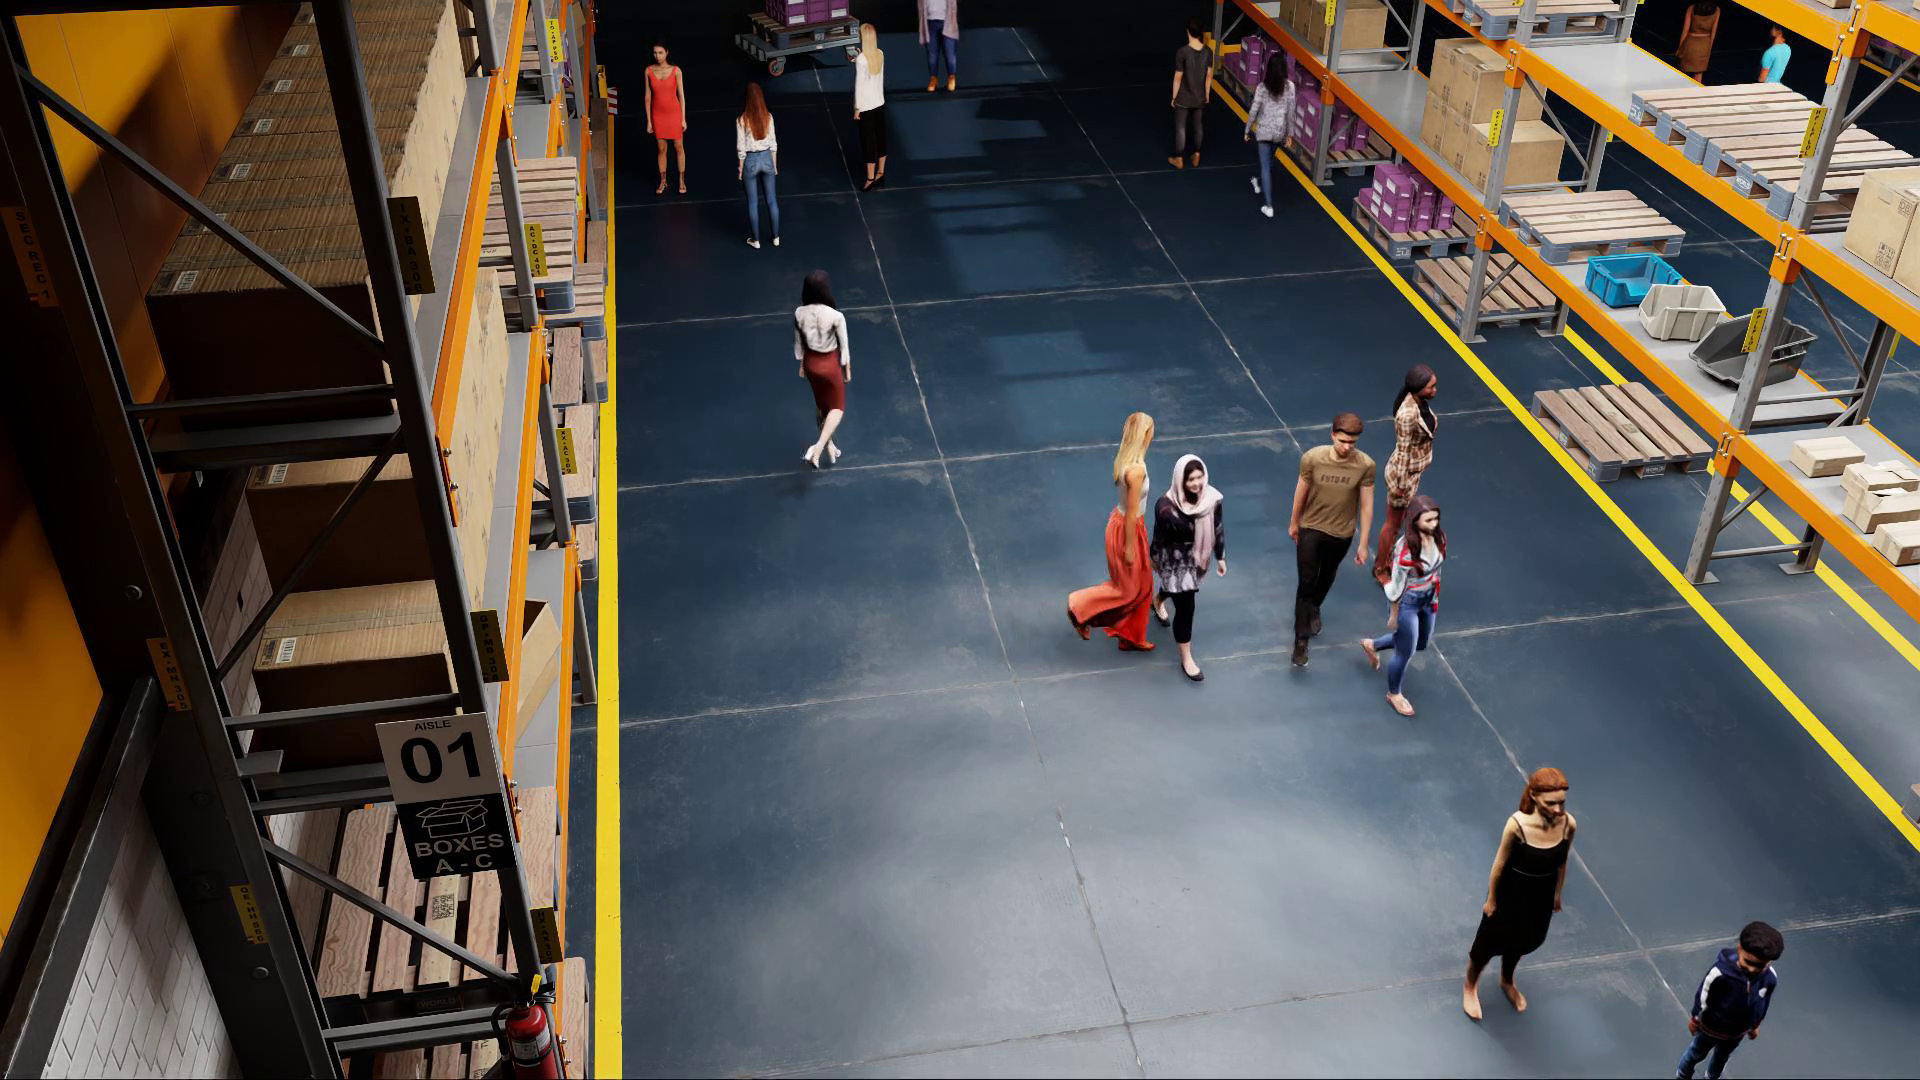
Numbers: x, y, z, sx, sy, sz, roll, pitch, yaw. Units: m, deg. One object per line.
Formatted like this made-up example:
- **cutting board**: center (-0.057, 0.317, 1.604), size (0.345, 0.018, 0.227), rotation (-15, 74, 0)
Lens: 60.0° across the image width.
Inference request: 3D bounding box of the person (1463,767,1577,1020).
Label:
- **person**: center (2.921, 1.823, 8.639), size (0.559, 1.625, 0.543), rotation (-5, 34, -8)

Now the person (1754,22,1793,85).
- **person**: center (9.119, -4.960, 18.717), size (0.773, 1.766, 0.803), rotation (-25, 41, -32)

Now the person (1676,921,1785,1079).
- **person**: center (3.796, 2.342, 8.220), size (0.556, 1.224, 0.542), rotation (1, 34, 2)

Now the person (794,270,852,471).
- **person**: center (-1.101, -1.290, 13.222), size (0.862, 1.737, 0.992), rotation (12, 35, 17)

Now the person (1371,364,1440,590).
- **person**: center (3.179, -0.455, 11.913), size (0.744, 1.795, 0.664), rotation (16, 37, 22)

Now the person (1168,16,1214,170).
- **person**: center (2.631, -5.099, 18.974), size (0.638, 1.712, 0.552), rotation (-8, 35, -12)

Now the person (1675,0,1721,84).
- **person**: center (8.967, -5.970, 20.308), size (0.609, 1.686, 0.593), rotation (4, 34, 6)

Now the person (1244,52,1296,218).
- **person**: center (3.334, -4.297, 17.795), size (0.629, 1.681, 1.117), rotation (-6, 34, -8)

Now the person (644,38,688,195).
- **person**: center (-3.224, -4.660, 18.308), size (0.616, 1.719, 0.543), rotation (-1, 34, -2)

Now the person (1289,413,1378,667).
- **person**: center (2.513, -0.115, 11.379), size (0.904, 1.820, 1.183), rotation (5, 34, 7)

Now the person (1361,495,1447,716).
- **person**: center (2.890, 0.378, 10.837), size (0.779, 1.599, 0.902), rotation (-21, 39, -28)

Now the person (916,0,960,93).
- **person**: center (-0.255, -6.610, 21.220), size (0.789, 1.742, 0.761), rotation (5, 34, 8)

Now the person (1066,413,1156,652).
- **person**: center (1.041, -0.030, 11.293), size (0.903, 1.773, 0.907), rotation (7, 34, 10)

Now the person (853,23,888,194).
- **person**: center (-0.990, -4.751, 18.316), size (0.735, 1.861, 0.661), rotation (19, 38, 26)

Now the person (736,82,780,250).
- **person**: center (-2.076, -3.846, 17.074), size (0.623, 1.728, 0.562), rotation (-13, 36, -19)

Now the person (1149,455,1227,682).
- **person**: center (1.486, 0.085, 11.282), size (0.822, 1.594, 1.178), rotation (-15, 37, -22)
